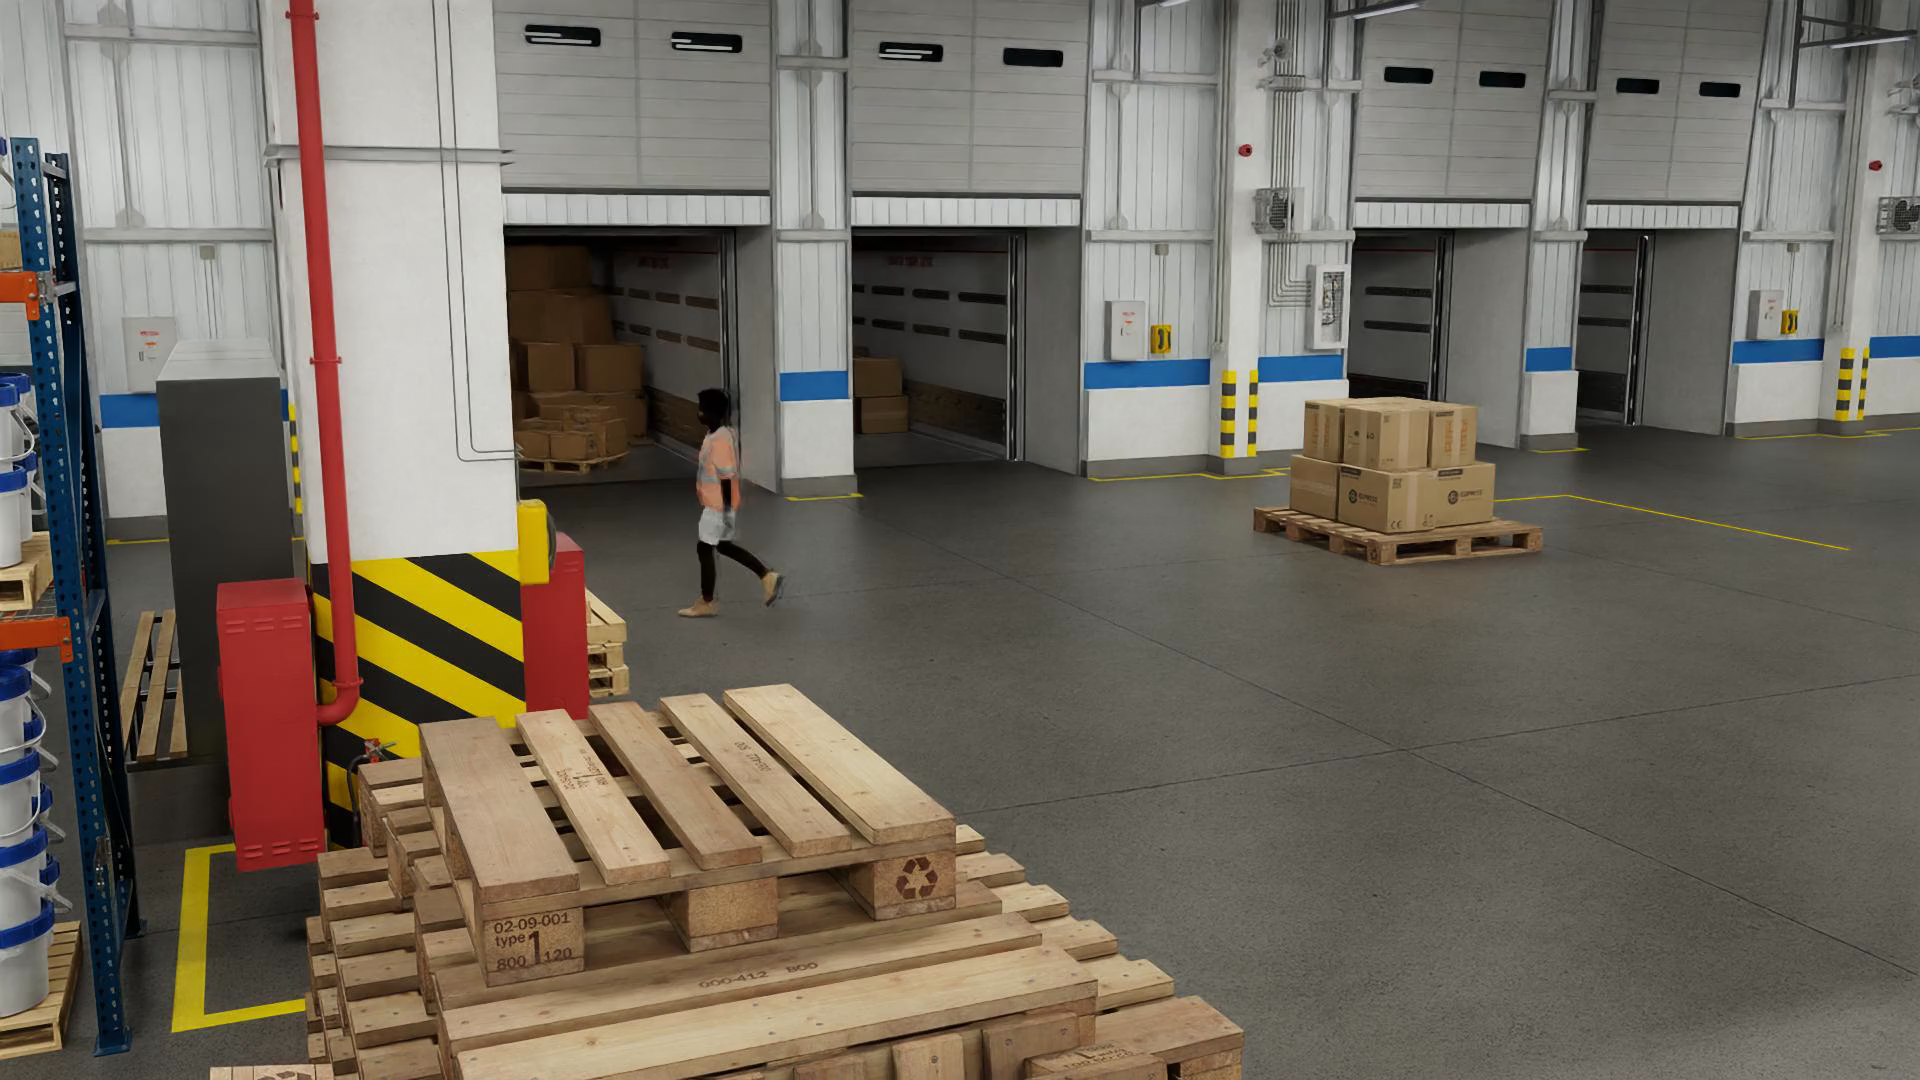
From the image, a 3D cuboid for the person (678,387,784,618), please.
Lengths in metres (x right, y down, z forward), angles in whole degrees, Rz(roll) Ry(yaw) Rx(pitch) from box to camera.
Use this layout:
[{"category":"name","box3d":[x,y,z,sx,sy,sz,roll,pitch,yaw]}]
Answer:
[{"category":"person","box3d":[-1.667,-0.272,12.003,0.707,1.674,0.535,-1,10,-8]}]
